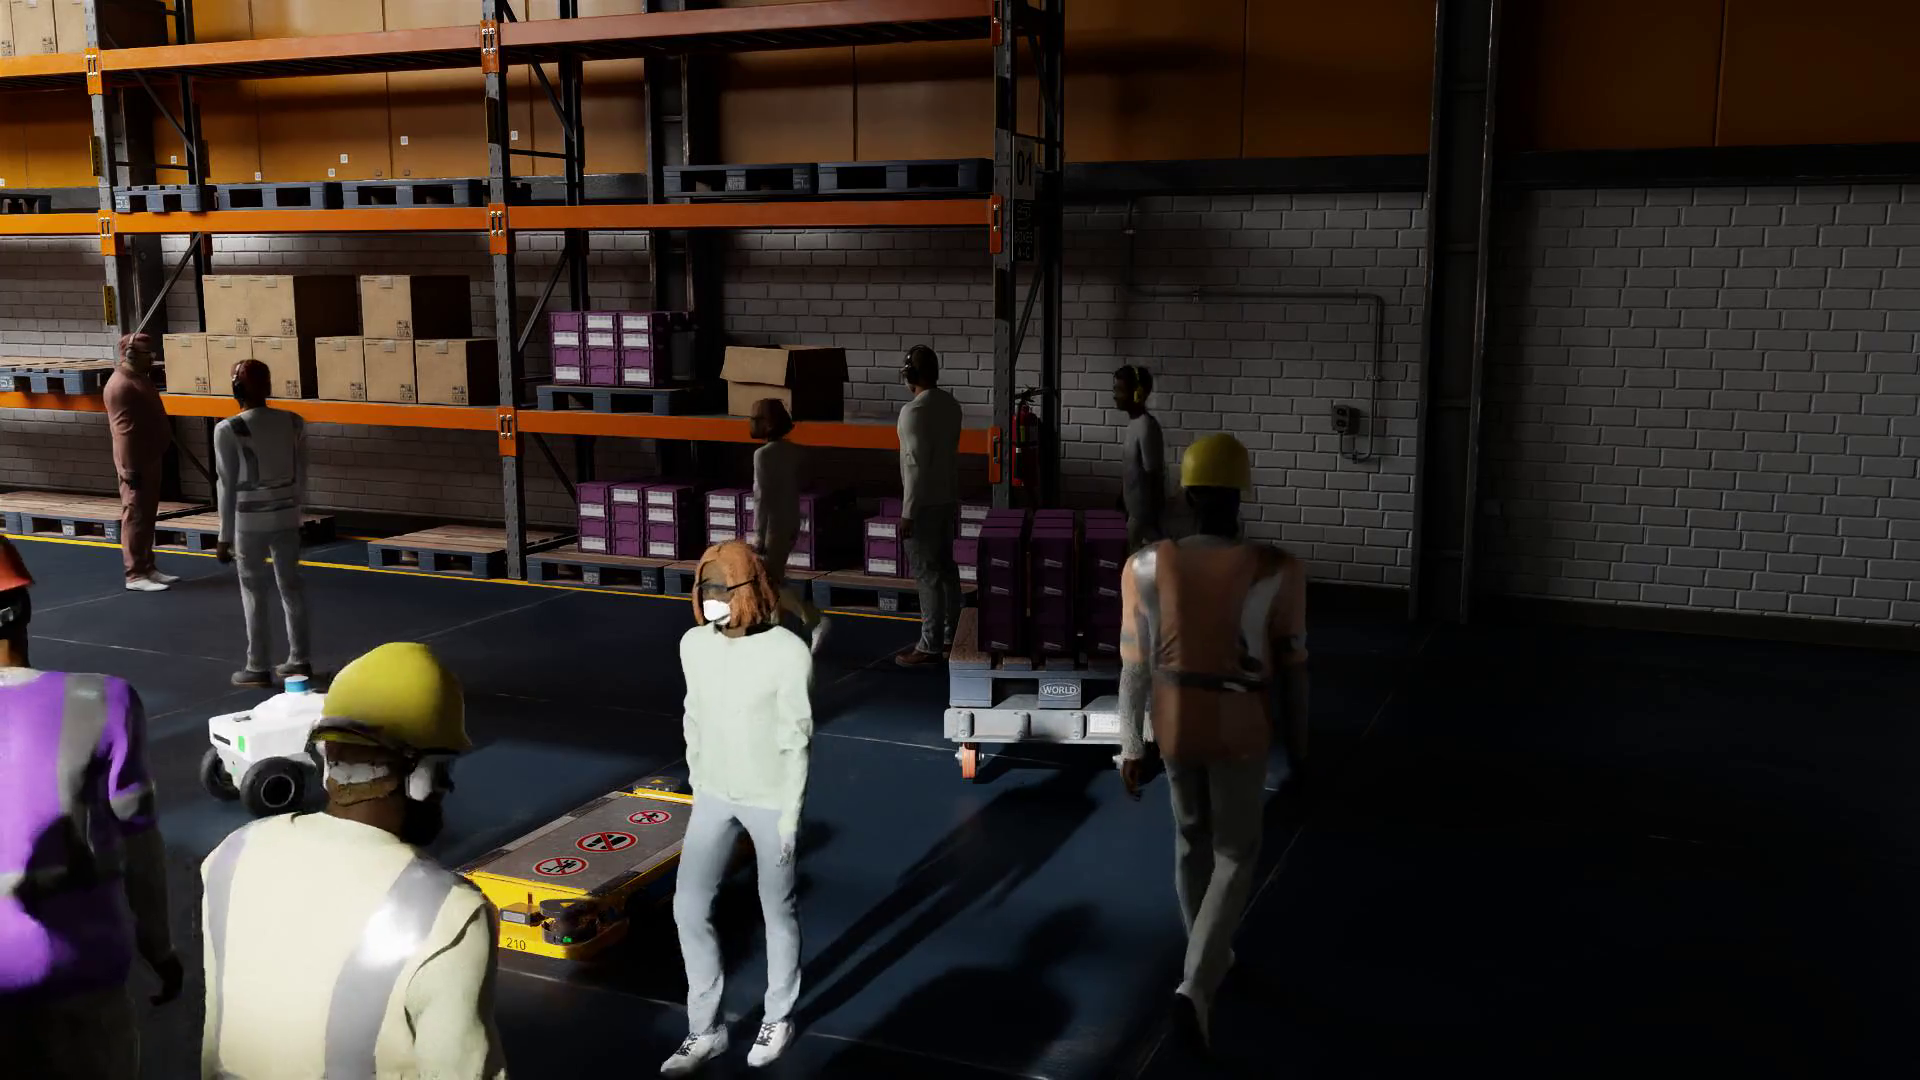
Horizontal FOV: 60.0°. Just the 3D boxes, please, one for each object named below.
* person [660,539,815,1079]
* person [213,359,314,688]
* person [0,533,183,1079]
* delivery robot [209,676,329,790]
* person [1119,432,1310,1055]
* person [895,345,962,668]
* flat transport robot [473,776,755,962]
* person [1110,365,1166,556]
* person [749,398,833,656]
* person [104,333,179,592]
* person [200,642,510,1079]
[{"bbox_3d":[-0.664,0.810,4.899,0.508,1.616,0.580,4,10,24],"label":"person"},{"bbox_3d":[-3.970,-0.092,9.498,0.363,1.883,0.582,6,11,32],"label":"person"},{"bbox_3d":[-1.975,0.911,3.494,0.541,1.891,0.881,-2,10,-11],"label":"person"},{"bbox_3d":[-2.976,0.856,7.504,0.477,0.478,0.707,9,13,42],"label":"delivery robot"},{"bbox_3d":[0.778,0.612,5.248,0.595,1.902,0.865,4,10,25],"label":"person"},{"bbox_3d":[-0.189,-0.198,9.978,0.352,1.933,0.634,4,10,23],"label":"person"},{"bbox_3d":[-1.319,1.227,6.414,0.652,0.197,1.431,4,10,23],"label":"flat transport robot"},{"bbox_3d":[1.136,-0.153,10.100,0.970,1.821,0.516,1,10,6],"label":"person"},{"bbox_3d":[-1.054,-0.055,10.070,0.549,1.610,0.516,3,10,17],"label":"person"},{"bbox_3d":[-6.055,-0.577,12.336,0.403,1.904,0.651,-2,10,-12],"label":"person"},{"bbox_3d":[-1.002,1.075,2.762,0.622,1.797,0.553,5,11,29],"label":"person"}]
